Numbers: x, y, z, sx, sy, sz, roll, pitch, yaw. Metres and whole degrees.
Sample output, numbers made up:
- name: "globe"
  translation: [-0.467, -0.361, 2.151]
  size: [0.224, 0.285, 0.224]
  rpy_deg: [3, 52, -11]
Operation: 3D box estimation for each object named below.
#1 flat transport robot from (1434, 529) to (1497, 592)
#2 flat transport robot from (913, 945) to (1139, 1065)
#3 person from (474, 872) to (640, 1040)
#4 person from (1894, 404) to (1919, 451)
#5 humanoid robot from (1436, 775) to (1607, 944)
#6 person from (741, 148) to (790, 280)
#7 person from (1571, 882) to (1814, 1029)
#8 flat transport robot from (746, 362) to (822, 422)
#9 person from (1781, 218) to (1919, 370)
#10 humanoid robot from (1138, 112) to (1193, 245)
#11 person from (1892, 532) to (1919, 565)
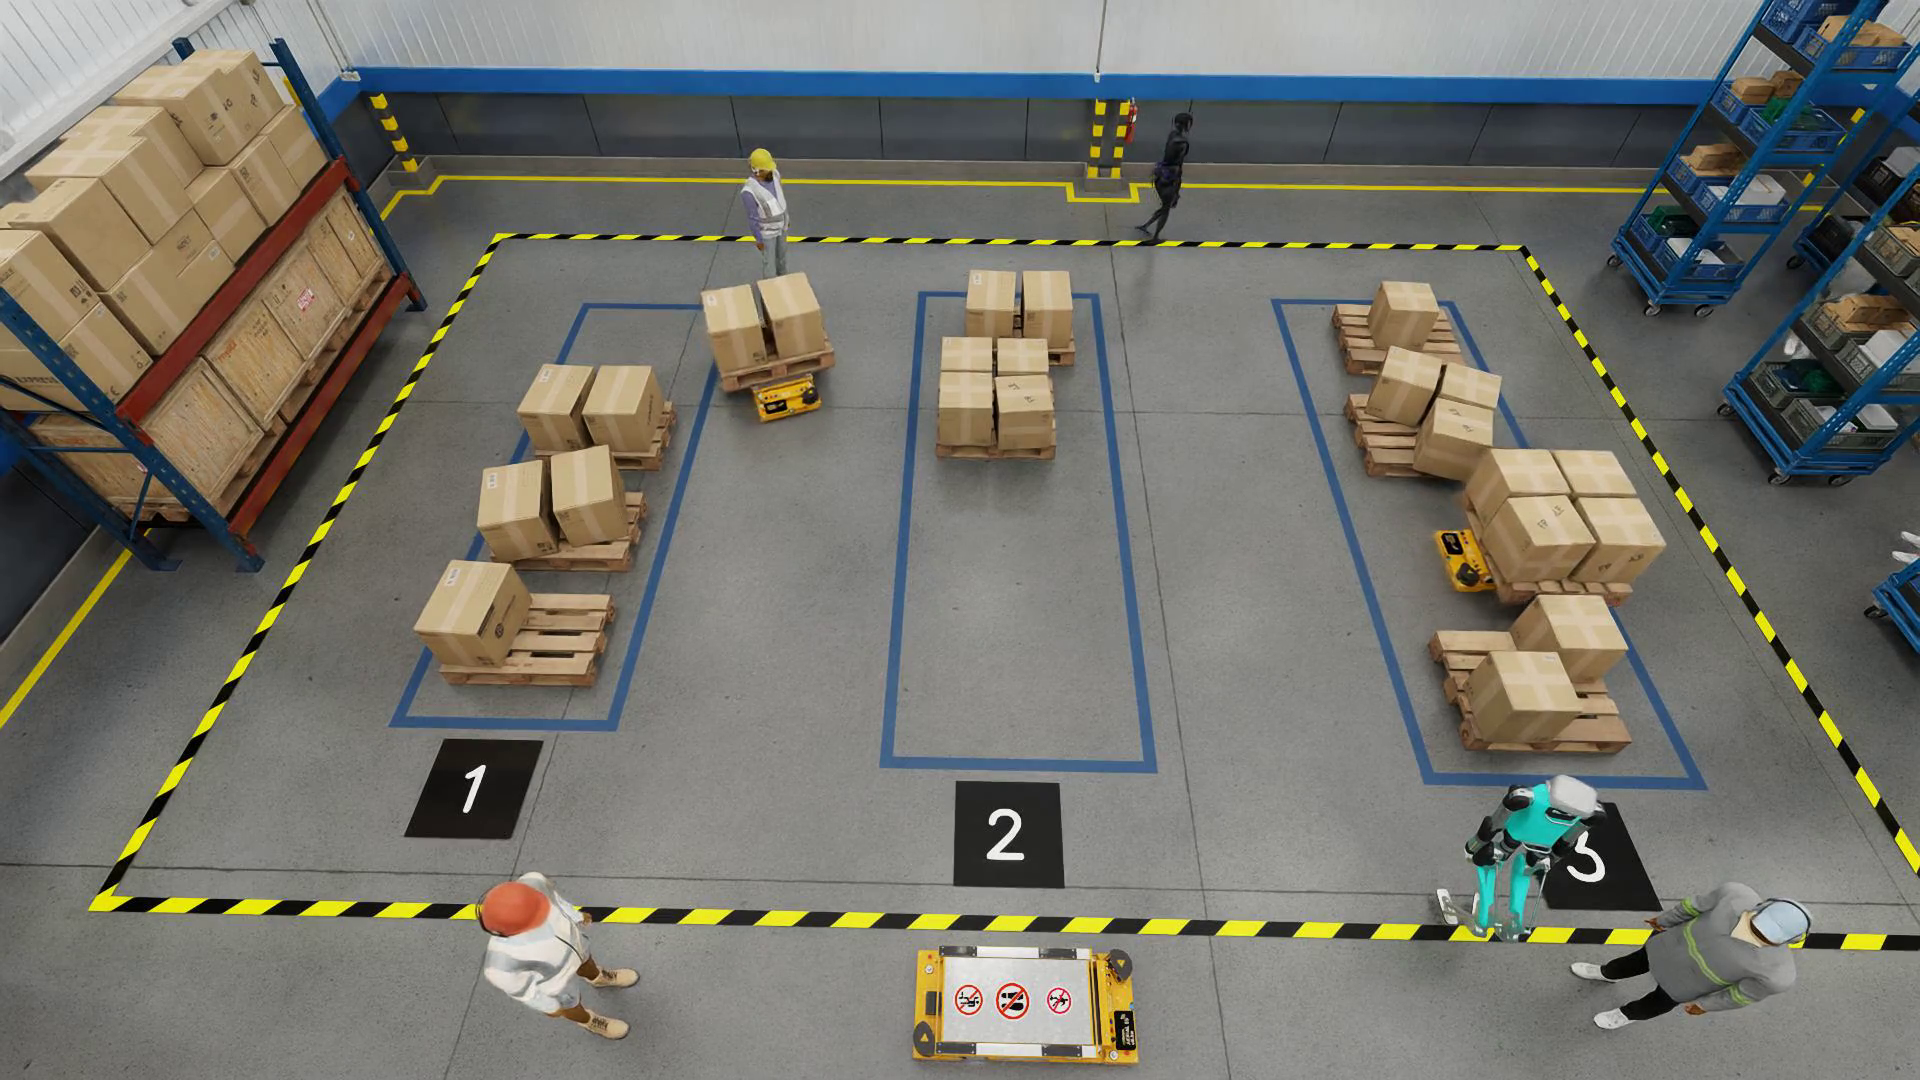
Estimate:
- name: "flat transport robot"
  translation: [5.166, 0.163, 8.335]
  size: [1.431, 0.197, 0.652]
  rpy_deg: [1, 51, 1]
- name: "flat transport robot"
  translation: [0.422, 3.041, 6.007]
  size: [1.431, 0.231, 0.659]
  rpy_deg: [1, 51, 1]
- name: "person"
  translation: [-2.325, 2.441, 5.357]
  size: [0.387, 2.037, 0.604]
  rpy_deg: [1, 51, 1]
- name: "person"
  translation: [9.976, -1.836, 8.876]
  size: [0.625, 1.973, 0.977]
  rpy_deg: [15, 52, 12]
- name: "humanoid robot"
  translation: [3.474, 2.124, 5.723]
  size: [0.533, 1.673, 0.735]
  rpy_deg: [10, 52, 8]
- name: "person"
  translation: [-2.124, -3.546, 10.368]
  size: [0.404, 1.827, 0.601]
  rpy_deg: [21, 54, 17]
- name: "person"
  translation: [4.325, 2.490, 5.434]
  size: [0.362, 1.852, 0.591]
  rpy_deg: [-1, 51, -1]
- name: "flat transport robot"
  translation: [-2.021, -1.896, 10.013]
  size: [0.652, 0.197, 1.431]
  rpy_deg: [-16, 53, -13]
- name: "person"
  translation: [9.255, -2.551, 9.568]
  size: [0.519, 1.803, 0.958]
  rpy_deg: [28, 56, 21]
- name: "humanoid robot"
  translation: [2.524, -4.362, 11.132]
  size: [0.349, 1.637, 0.591]
  rpy_deg: [-7, 51, -6]
- name: "person"
  translation: [8.906, -0.446, 7.785]
  size: [0.595, 1.917, 0.381]
  rpy_deg: [-36, 59, -26]
